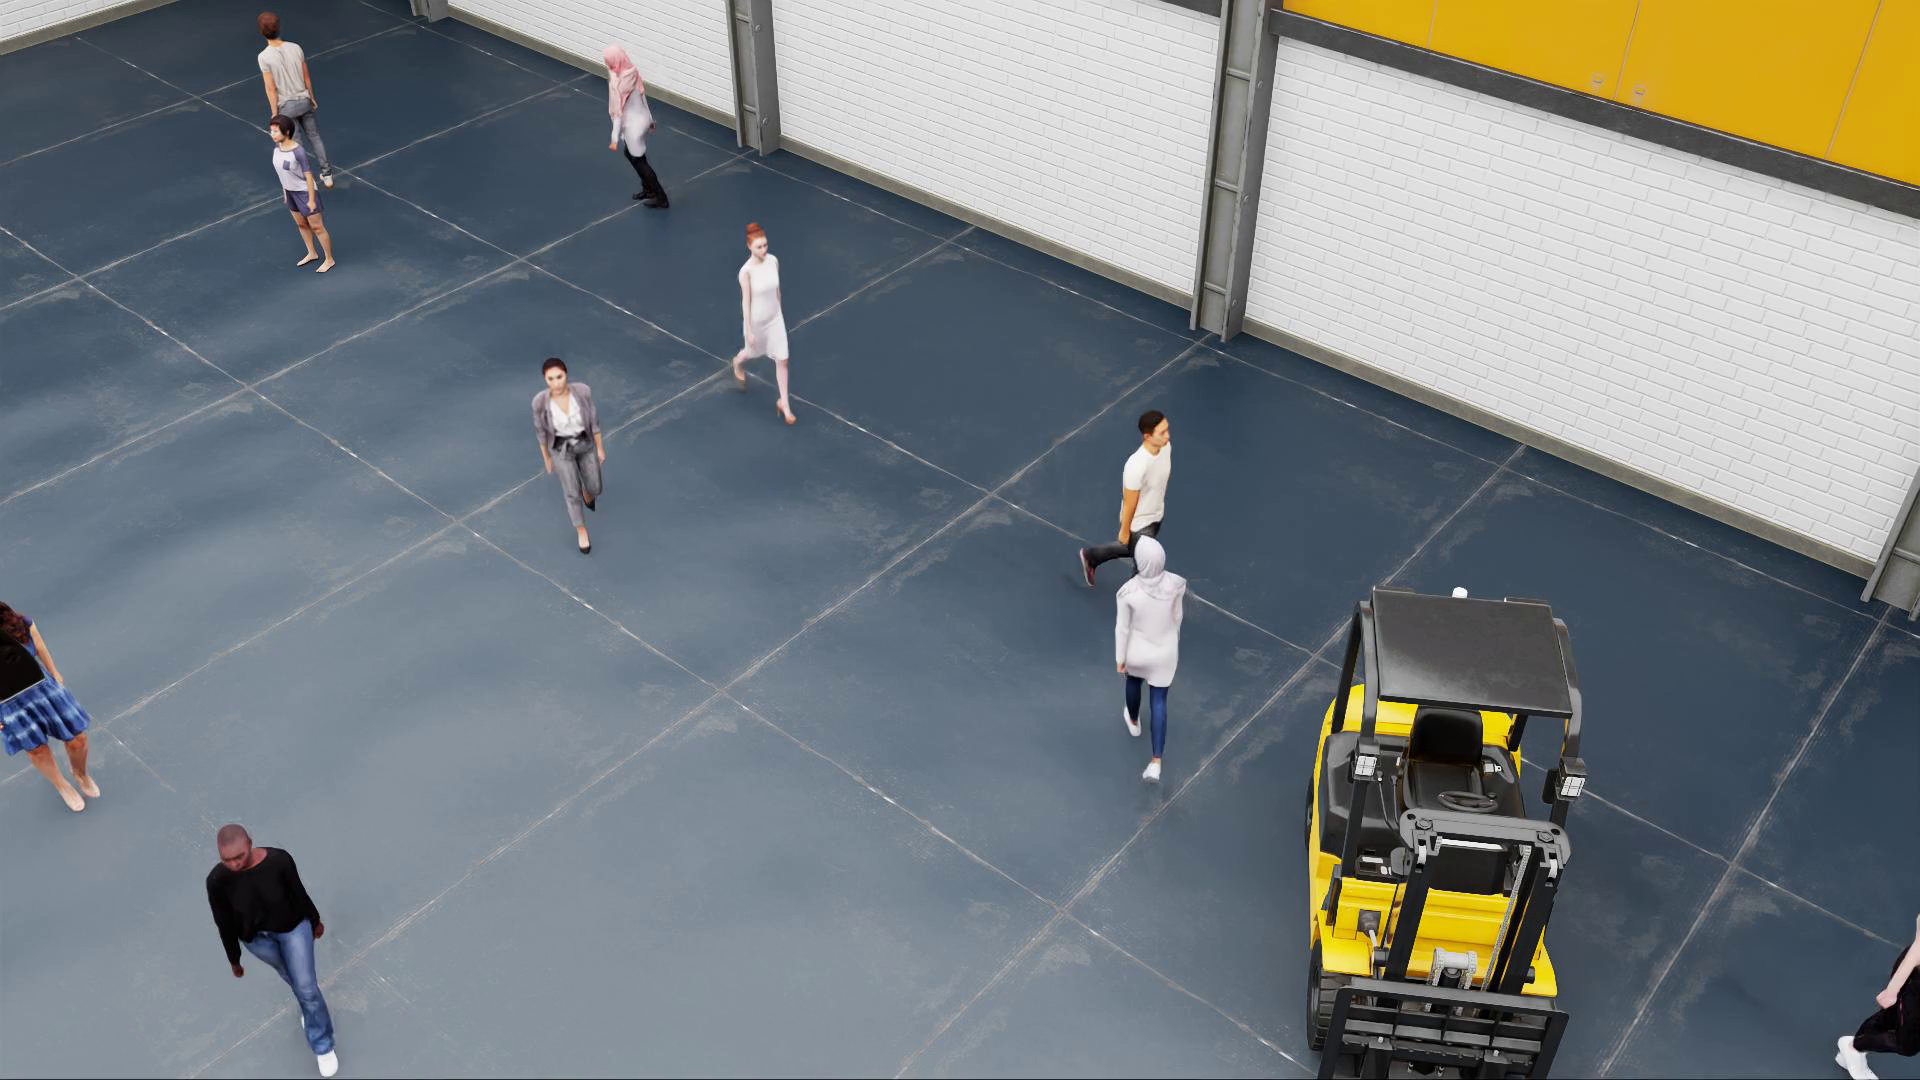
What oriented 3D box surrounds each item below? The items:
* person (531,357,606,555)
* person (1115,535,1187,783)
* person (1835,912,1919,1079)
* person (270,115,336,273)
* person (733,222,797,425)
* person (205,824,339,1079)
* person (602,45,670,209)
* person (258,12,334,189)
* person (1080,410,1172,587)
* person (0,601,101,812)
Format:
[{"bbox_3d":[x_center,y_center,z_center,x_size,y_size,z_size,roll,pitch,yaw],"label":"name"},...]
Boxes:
[{"bbox_3d":[-2.913,-0.690,12.505,0.830,1.661,0.927,-13,40,-15],"label":"person"},{"bbox_3d":[1.231,0.777,10.597,1.072,1.748,1.120,-2,39,-3],"label":"person"},{"bbox_3d":[4.952,2.250,8.764,0.700,1.735,0.704,-20,43,-23],"label":"person"},{"bbox_3d":[-6.304,-3.328,15.884,0.497,1.566,0.656,21,43,24],"label":"person"},{"bbox_3d":[-1.696,-1.826,13.847,0.676,1.761,1.130,-29,47,-31],"label":"person"},{"bbox_3d":[-3.709,2.059,9.009,0.891,1.726,1.015,-12,40,-14],"label":"person"},{"bbox_3d":[-3.205,-4.121,16.718,0.841,1.763,0.810,16,41,19],"label":"person"},{"bbox_3d":[-6.825,-4.461,17.040,0.566,1.894,0.663,30,47,32],"label":"person"},{"bbox_3d":[1.206,-0.192,11.785,1.062,1.779,0.716,23,44,26],"label":"person"},{"bbox_3d":[-5.783,0.994,10.291,0.707,1.791,0.685,32,48,33],"label":"person"}]
